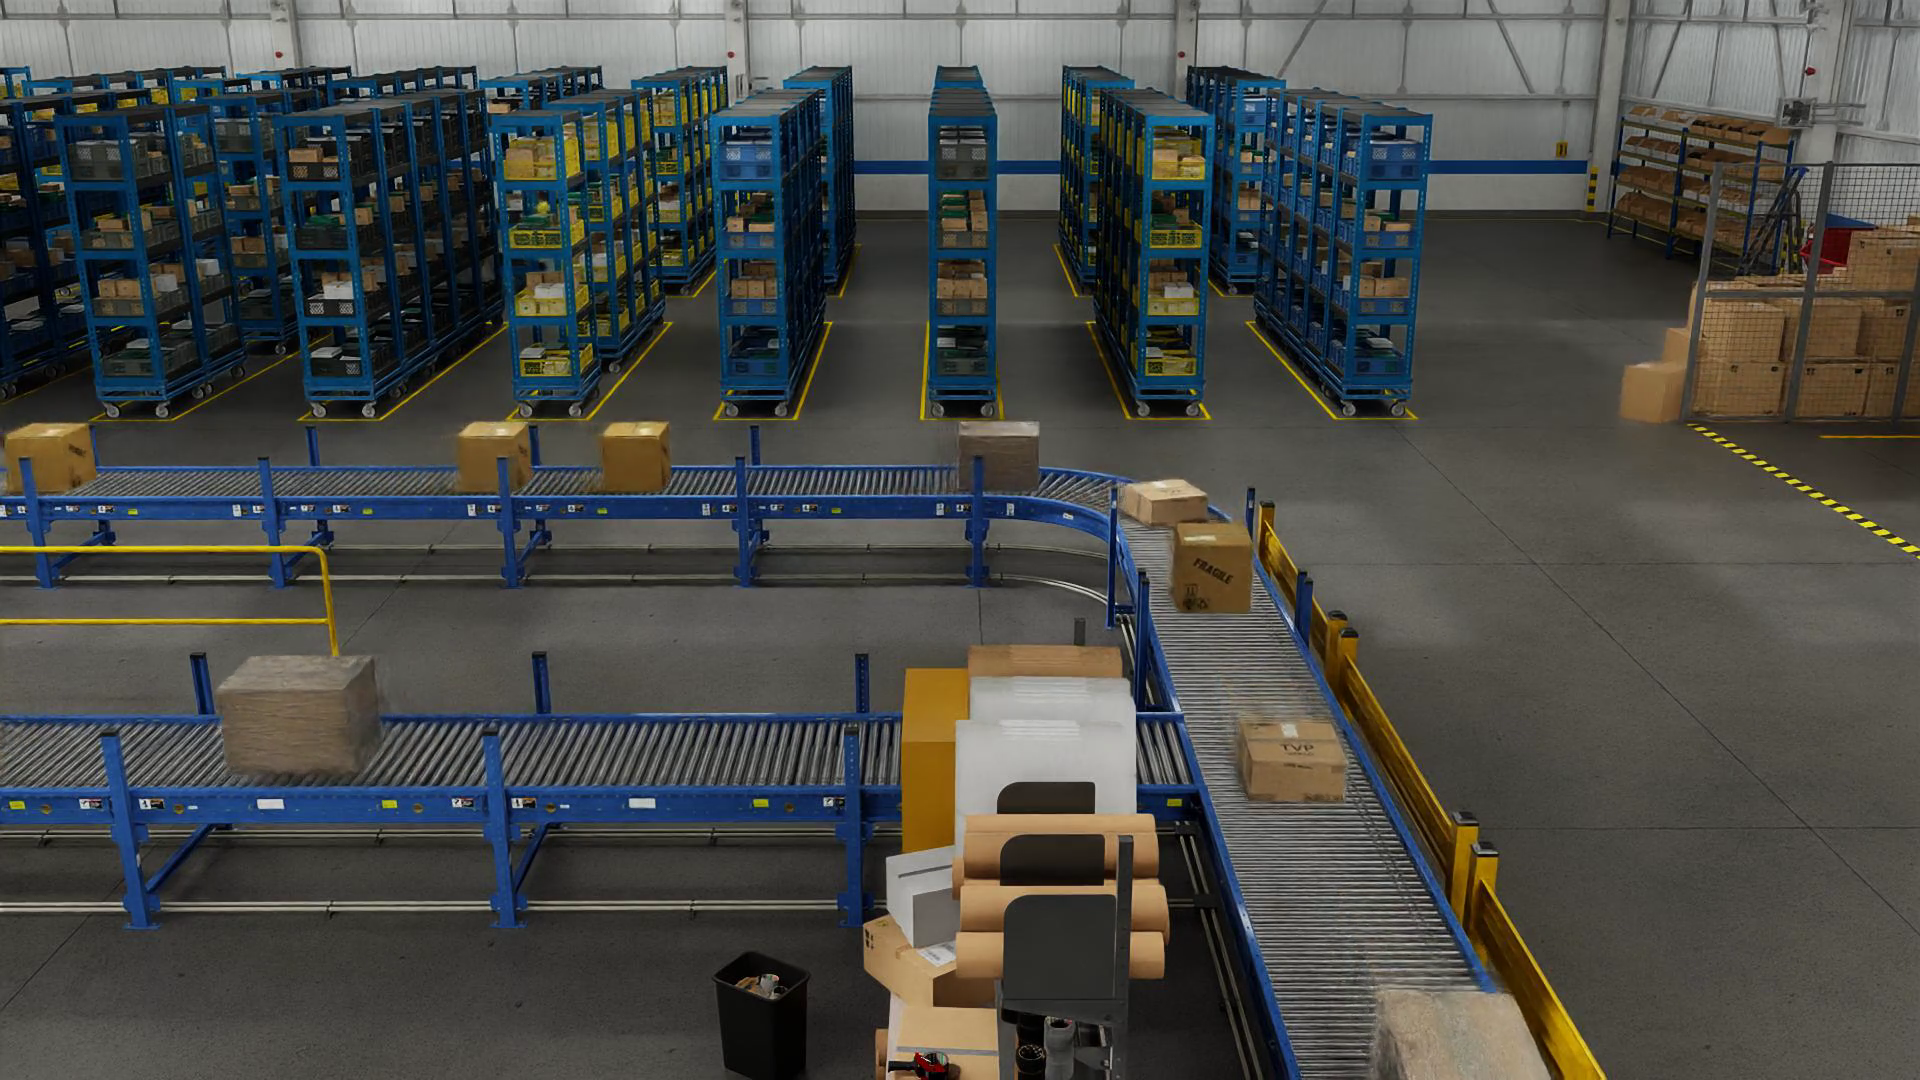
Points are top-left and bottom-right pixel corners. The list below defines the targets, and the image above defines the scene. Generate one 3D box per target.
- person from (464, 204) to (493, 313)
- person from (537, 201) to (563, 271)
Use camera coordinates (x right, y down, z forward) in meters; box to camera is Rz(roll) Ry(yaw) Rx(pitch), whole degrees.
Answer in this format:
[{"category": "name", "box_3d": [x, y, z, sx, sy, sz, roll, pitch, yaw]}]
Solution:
[{"category": "person", "box_3d": [-7.744, -4.601, 26.594, 0.473, 1.981, 0.625, -5, 19, -14]}, {"category": "person", "box_3d": [-6.532, -4.576, 26.832, 0.617, 1.789, 0.537, -13, 22, -34]}]
